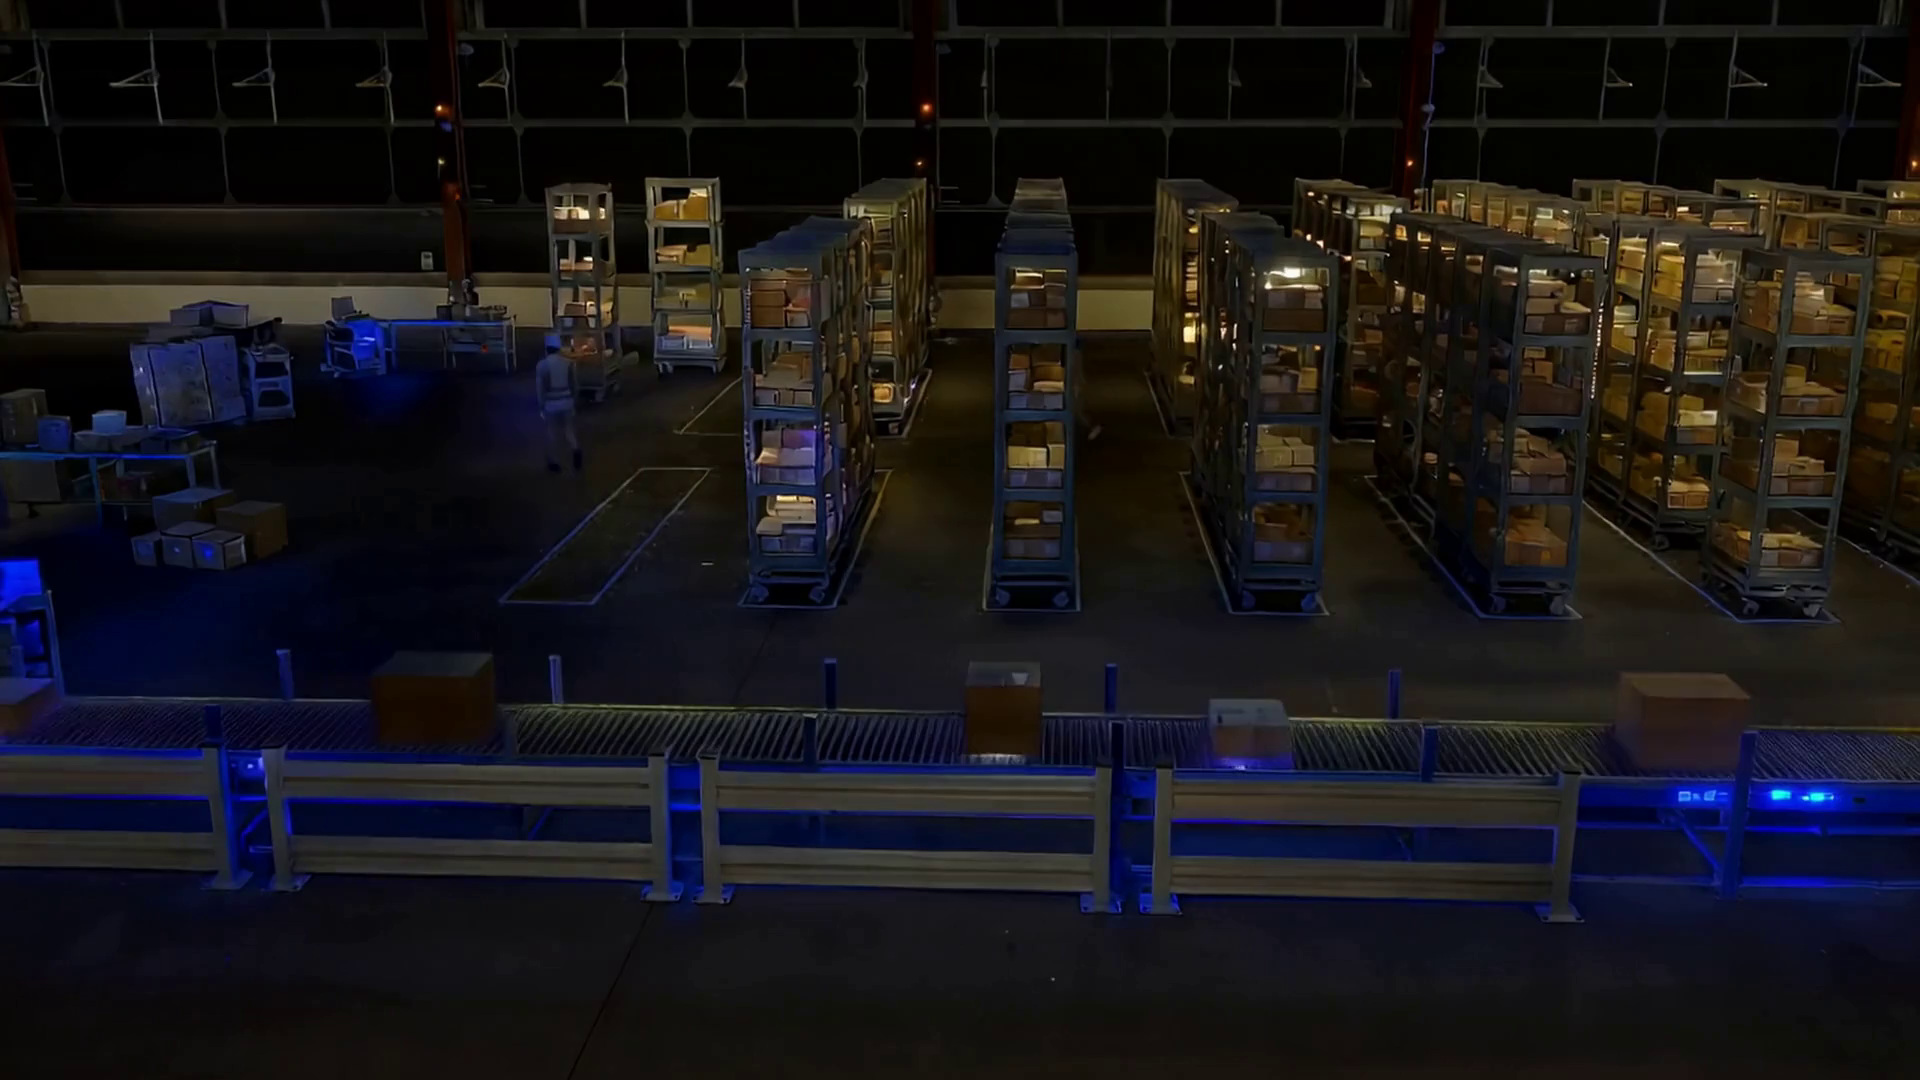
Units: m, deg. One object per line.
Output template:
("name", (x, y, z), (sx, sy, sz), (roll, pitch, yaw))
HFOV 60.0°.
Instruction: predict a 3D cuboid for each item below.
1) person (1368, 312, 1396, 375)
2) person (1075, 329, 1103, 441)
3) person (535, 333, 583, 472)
("person", (7.448, -3.543, 29.300), (0.575, 1.790, 0.978), (-2, 15, -6))
("person", (1.713, -2.315, 24.704), (0.799, 1.811, 0.584), (1, 15, 5))
("person", (-5.492, -1.860, 22.797), (0.613, 1.930, 0.628), (-13, 20, -39))
